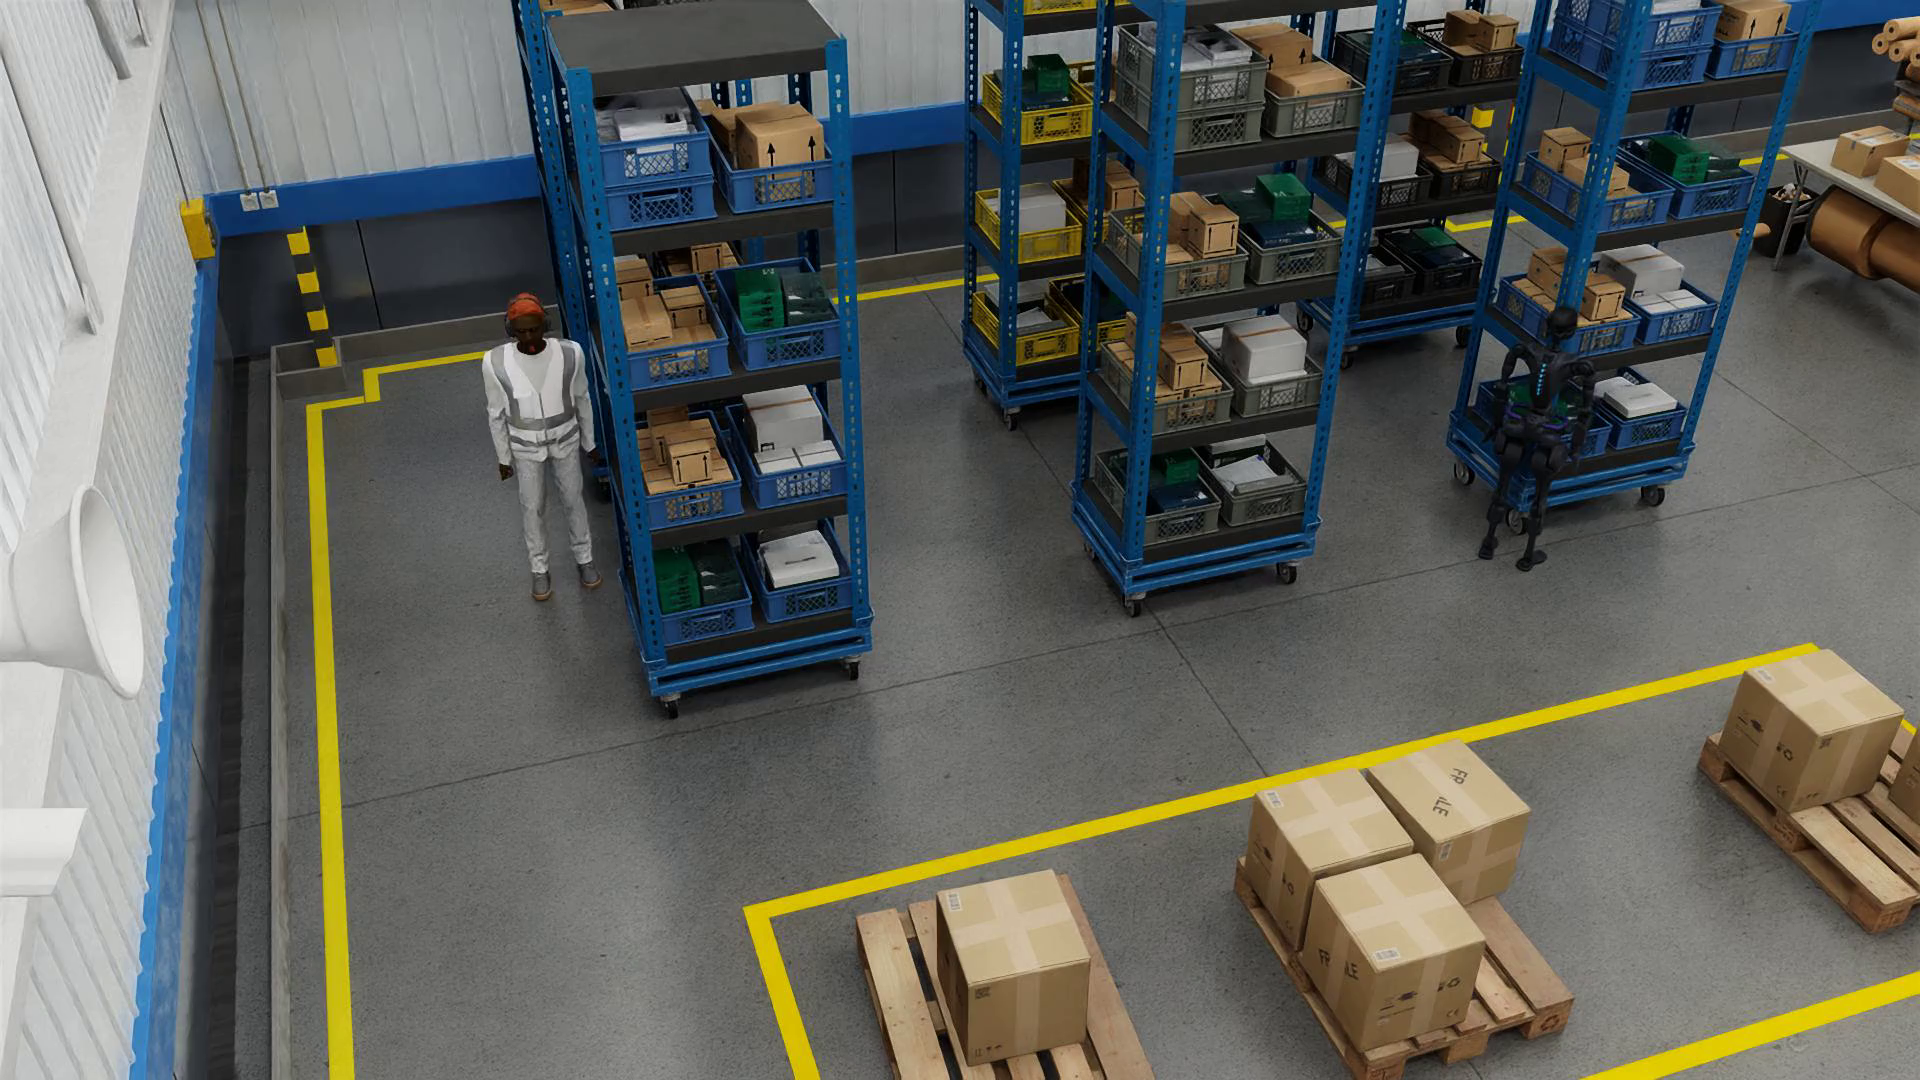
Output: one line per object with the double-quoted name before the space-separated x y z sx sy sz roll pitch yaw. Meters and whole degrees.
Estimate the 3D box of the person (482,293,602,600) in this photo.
"person" -2.338 -0.523 9.396 0.574 1.882 0.351 -12 37 -16

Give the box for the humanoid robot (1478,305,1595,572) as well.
"humanoid robot" 3.334 -0.604 9.676 0.595 1.657 0.321 23 41 29
